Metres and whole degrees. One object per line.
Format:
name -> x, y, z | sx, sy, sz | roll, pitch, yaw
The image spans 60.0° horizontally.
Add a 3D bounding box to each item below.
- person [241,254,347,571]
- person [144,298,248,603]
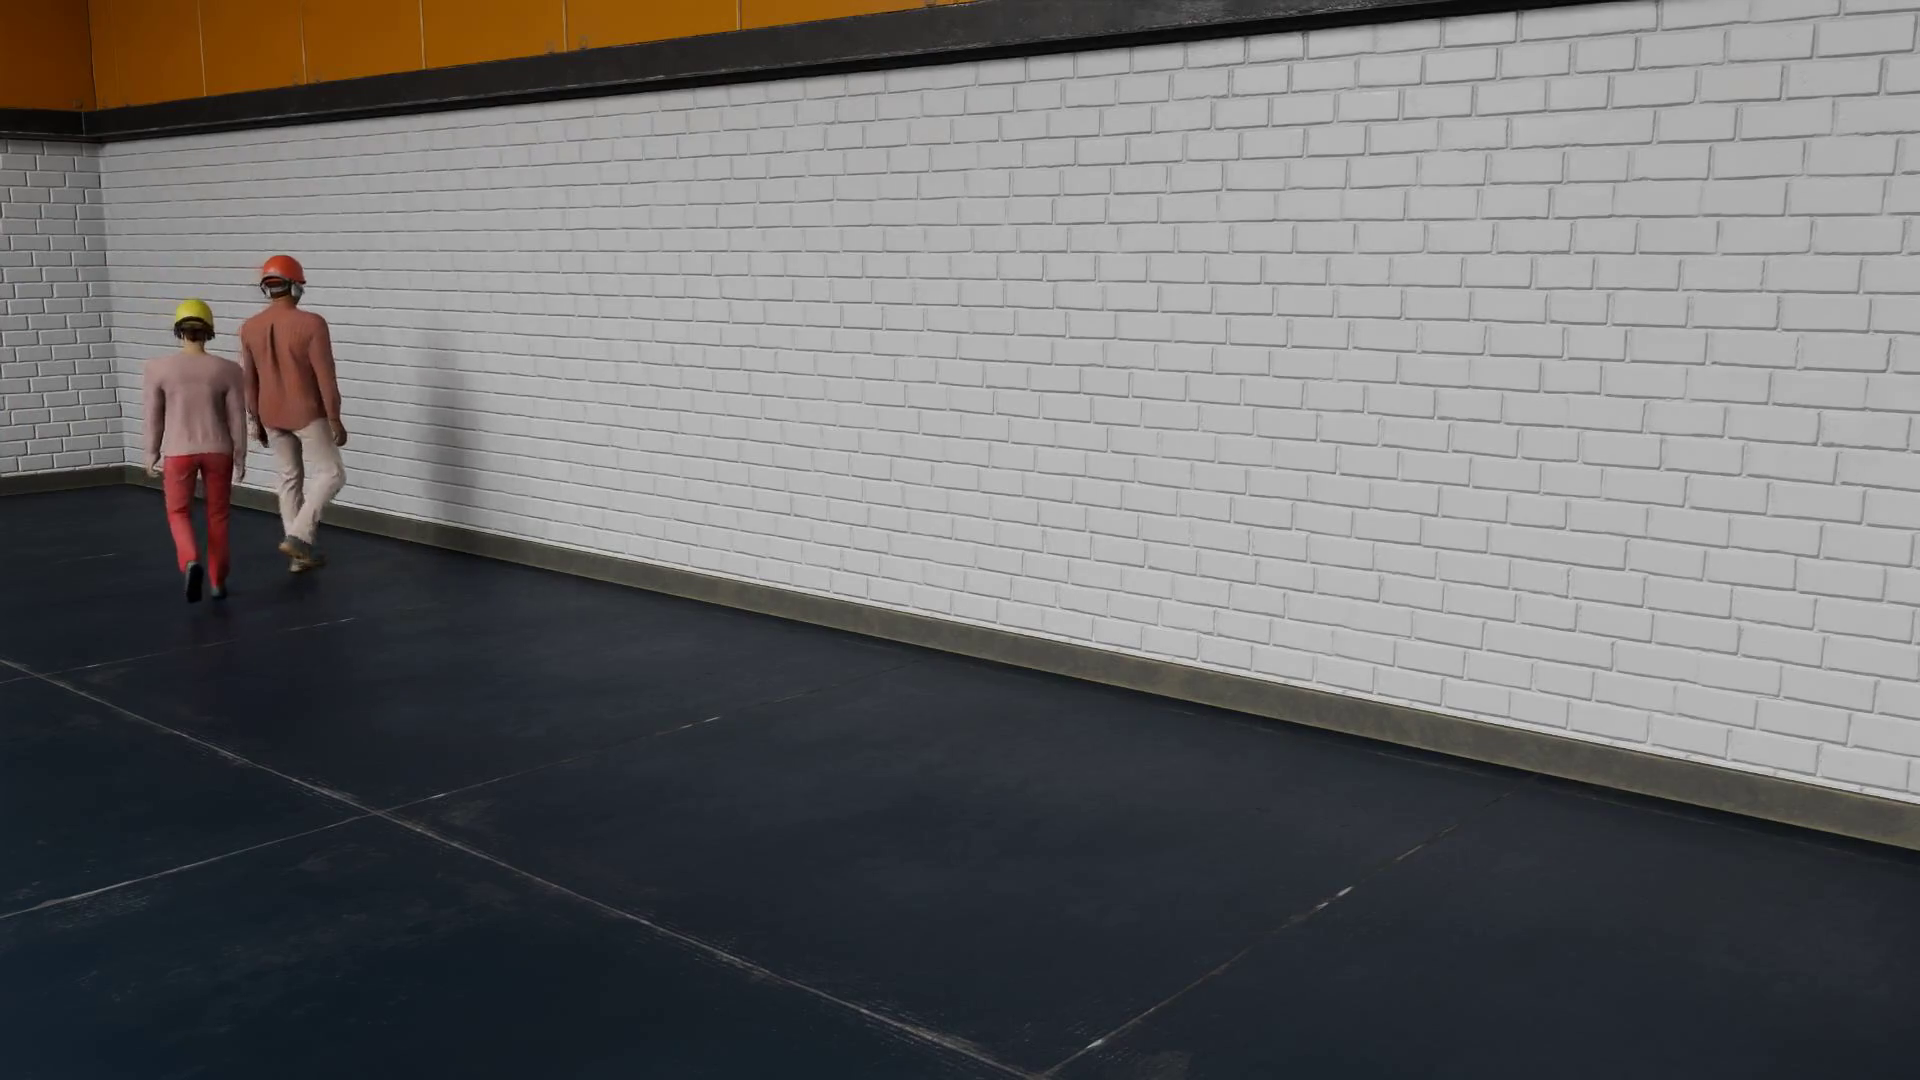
person -> -4.112, -0.763, 10.285 | 0.672, 1.980, 0.571 | 3, 10, 16
person -> -4.297, -0.488, 9.386 | 0.538, 1.746, 0.632 | -5, 11, -26
